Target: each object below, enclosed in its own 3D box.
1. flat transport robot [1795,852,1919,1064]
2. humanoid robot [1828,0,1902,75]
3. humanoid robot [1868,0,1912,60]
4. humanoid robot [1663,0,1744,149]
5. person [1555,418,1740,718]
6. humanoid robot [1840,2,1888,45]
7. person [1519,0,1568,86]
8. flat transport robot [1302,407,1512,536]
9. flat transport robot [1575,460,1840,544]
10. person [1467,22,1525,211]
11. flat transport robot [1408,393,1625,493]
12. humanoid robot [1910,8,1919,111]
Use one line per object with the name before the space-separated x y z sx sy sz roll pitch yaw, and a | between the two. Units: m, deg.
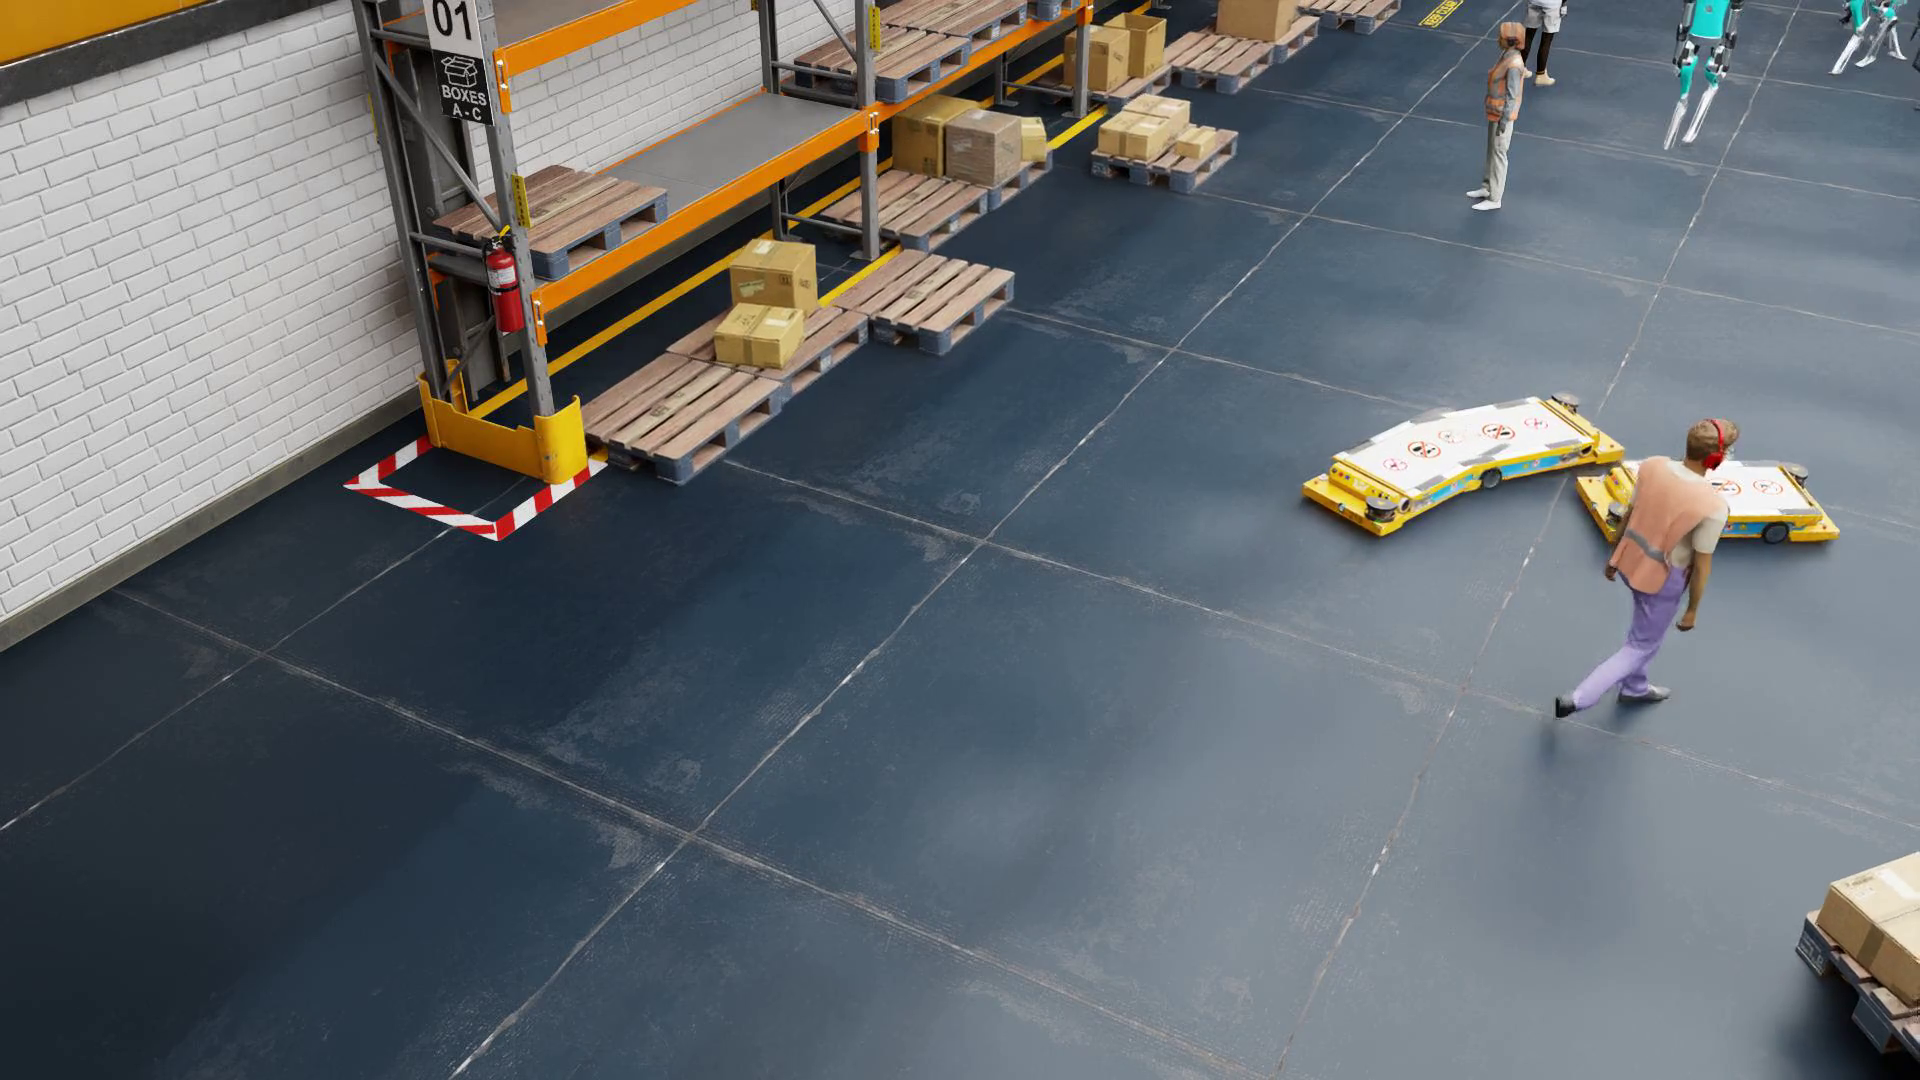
flat transport robot | 4.321 2.081 7.000 0.659 0.231 1.431 -7 34 -10
humanoid robot | 9.692 -5.782 17.600 1.049 1.746 0.531 -24 41 -32
humanoid robot | 10.396 -6.210 18.252 0.543 1.798 0.947 -10 35 -14
humanoid robot | 7.045 -4.530 15.718 0.546 1.843 0.755 22 39 29
person | 3.487 0.202 8.455 0.757 1.807 0.590 -9 34 -13
humanoid robot | 10.391 -6.484 18.731 0.584 1.624 0.795 1 33 2
person | 6.115 -5.602 17.328 0.318 1.696 0.534 -19 38 -26
flat transport robot | 2.966 -0.466 10.853 1.431 0.231 0.659 -23 40 -31
flat transport robot | 4.714 -0.237 10.507 1.431 0.231 0.659 -1 33 -1
person | 4.703 -3.689 14.486 0.309 1.636 0.522 4 34 6
flat transport robot | 3.648 -0.646 11.125 1.431 0.231 0.659 -11 35 -16
humanoid robot | 9.967 -5.190 16.729 0.518 1.647 0.606 -16 37 -23
